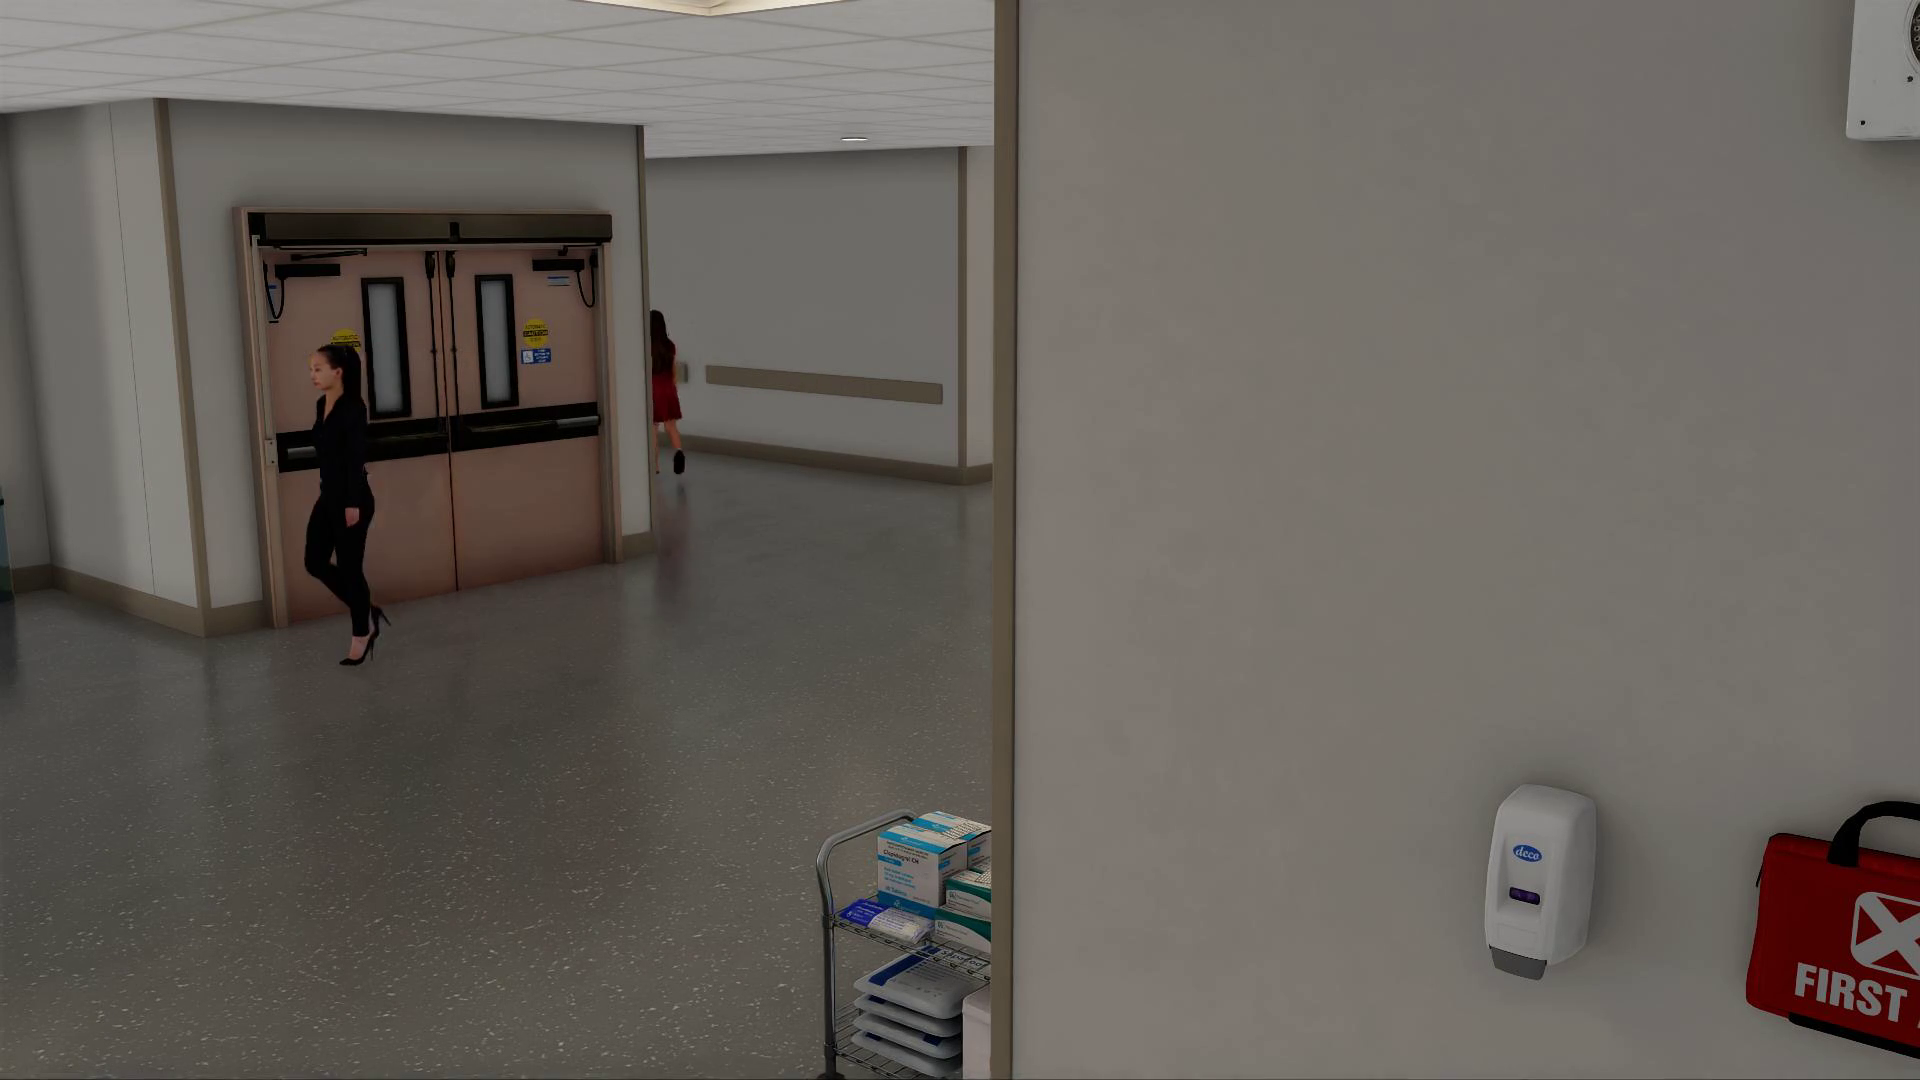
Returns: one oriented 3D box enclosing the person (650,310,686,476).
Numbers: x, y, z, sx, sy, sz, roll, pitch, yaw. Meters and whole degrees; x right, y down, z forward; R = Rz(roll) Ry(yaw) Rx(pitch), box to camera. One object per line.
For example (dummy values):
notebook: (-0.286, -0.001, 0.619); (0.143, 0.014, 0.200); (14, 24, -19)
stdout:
person: (-2.740, -1.339, 15.352); (0.964, 1.534, 0.813); (-6, 13, -31)

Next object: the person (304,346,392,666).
person: (-3.180, -0.178, 8.793); (0.588, 1.699, 0.622); (9, 14, 40)
